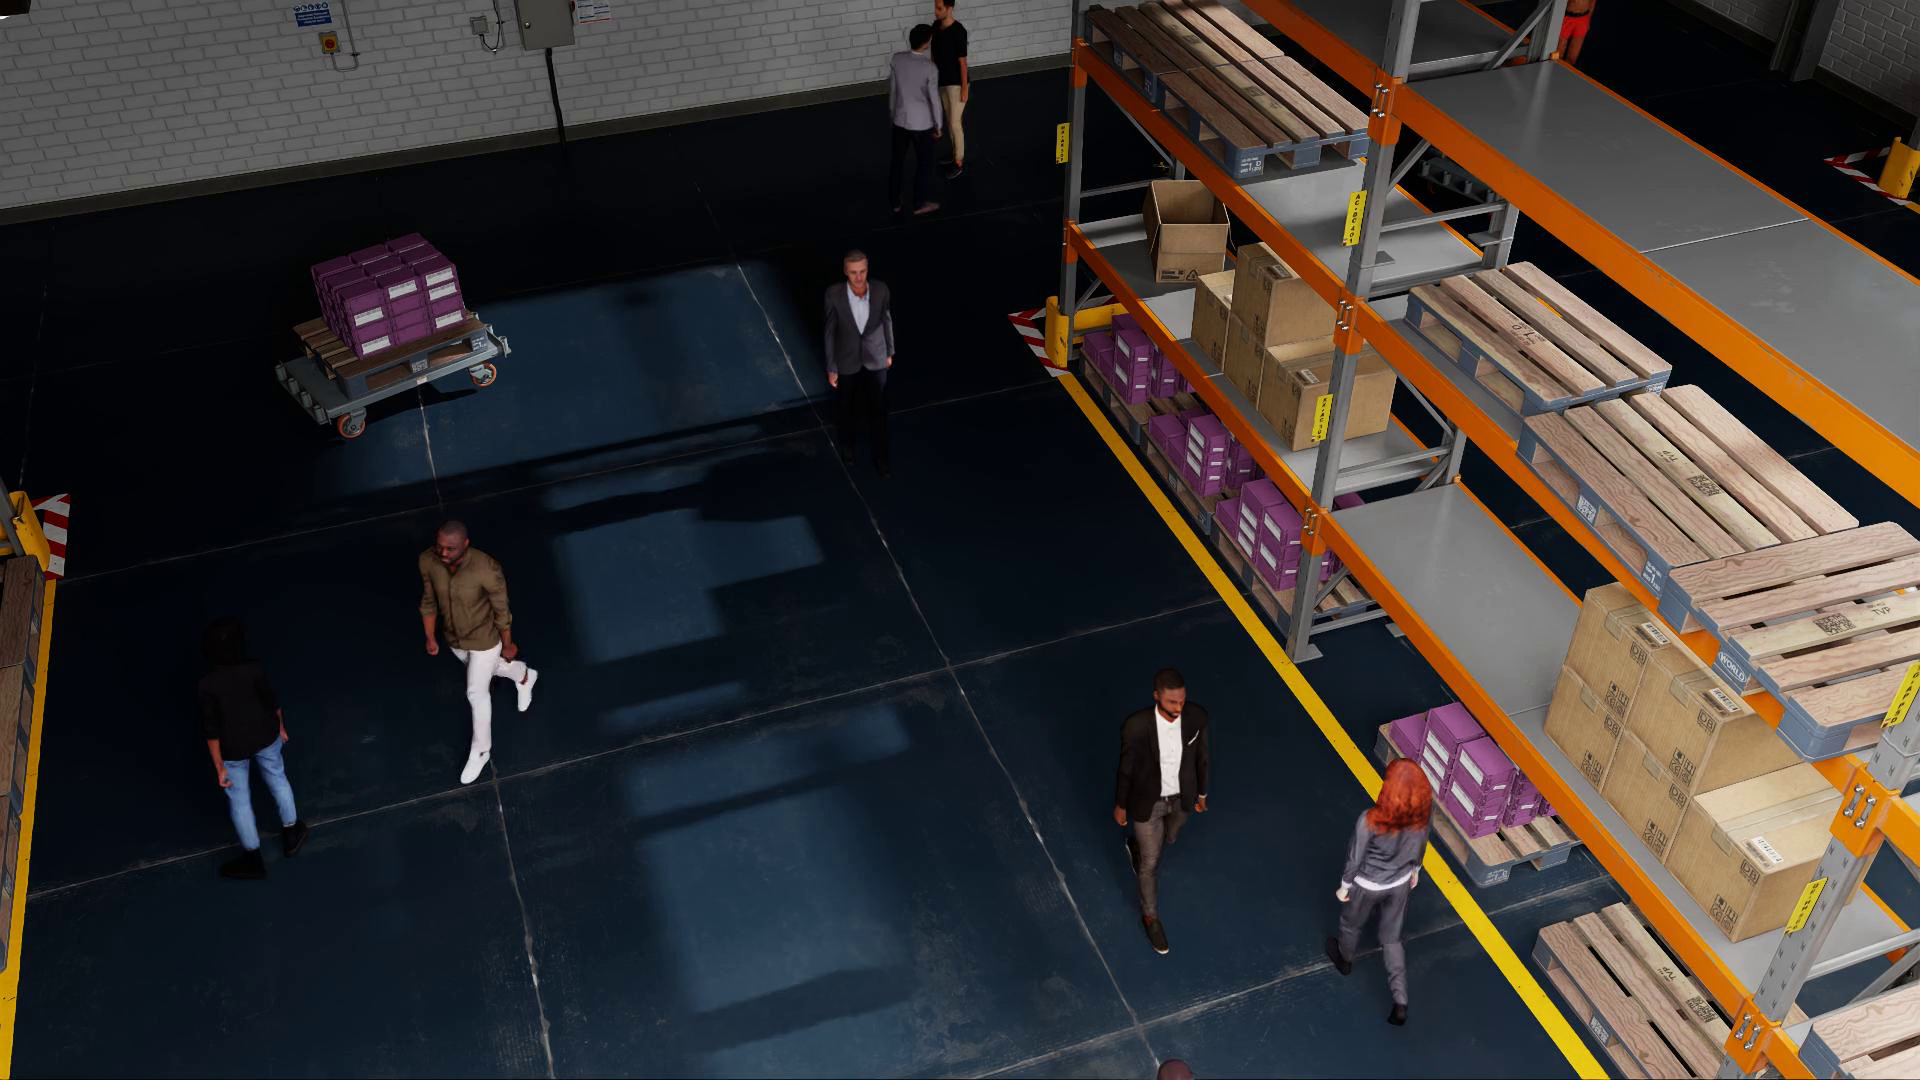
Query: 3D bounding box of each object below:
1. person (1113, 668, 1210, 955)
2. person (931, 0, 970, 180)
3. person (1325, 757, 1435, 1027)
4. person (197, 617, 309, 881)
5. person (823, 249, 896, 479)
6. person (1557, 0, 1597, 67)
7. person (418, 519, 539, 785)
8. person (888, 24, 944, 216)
[{"bbox_3d":[1.067,1.353,9.077,0.687,1.781,0.996,-12,40,-15],"label":"person"},{"bbox_3d":[-0.047,-4.508,16.368,0.826,1.840,0.730,-24,44,-27],"label":"person"},{"bbox_3d":[2.175,1.814,8.515,0.660,1.761,1.002,-9,39,-11],"label":"person"},{"bbox_3d":[-4.008,1.201,9.352,0.801,1.675,0.873,25,45,27],"label":"person"},{"bbox_3d":[-0.772,-1.383,12.461,0.752,1.832,0.825,-9,40,-11],"label":"person"},{"bbox_3d":[6.477,-5.535,17.706,0.661,1.776,0.962,-7,39,-9],"label":"person"},{"bbox_3d":[-2.905,0.533,10.093,1.169,1.794,1.254,15,41,18],"label":"person"},{"bbox_3d":[-0.450,-3.947,15.674,0.778,1.830,0.860,11,40,13],"label":"person"}]
